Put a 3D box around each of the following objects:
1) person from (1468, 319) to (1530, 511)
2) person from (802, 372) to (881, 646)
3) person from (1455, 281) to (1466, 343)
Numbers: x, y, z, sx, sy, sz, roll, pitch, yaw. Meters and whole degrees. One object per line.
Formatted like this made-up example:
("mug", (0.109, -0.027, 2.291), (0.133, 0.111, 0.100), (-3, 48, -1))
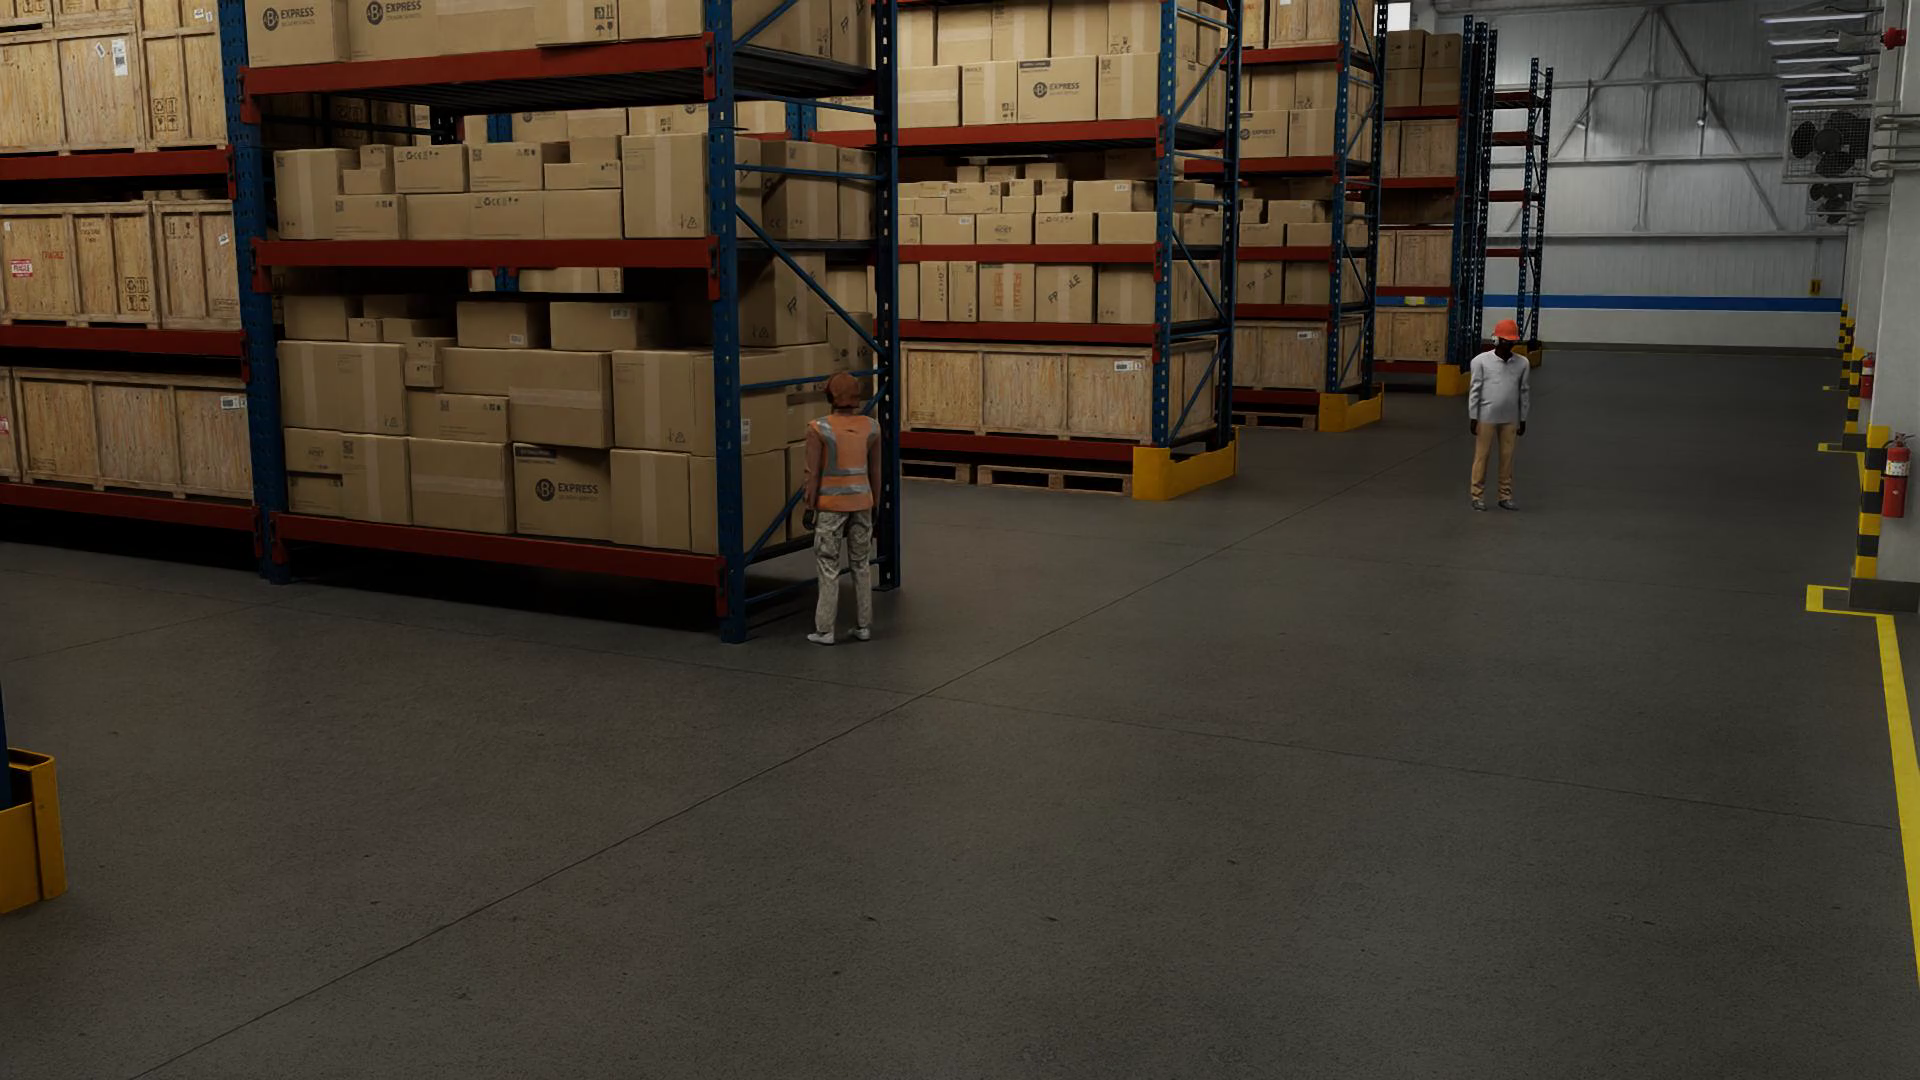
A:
("person", (4.887, -1.127, 15.060), (0.563, 1.743, 0.351), (-1, 10, -4))
("person", (-0.694, -0.184, 9.926), (0.524, 1.631, 0.315), (-7, 12, -33))
("person", (9.662, -4.168, 32.492), (0.936, 1.808, 0.581), (3, 10, 19))
